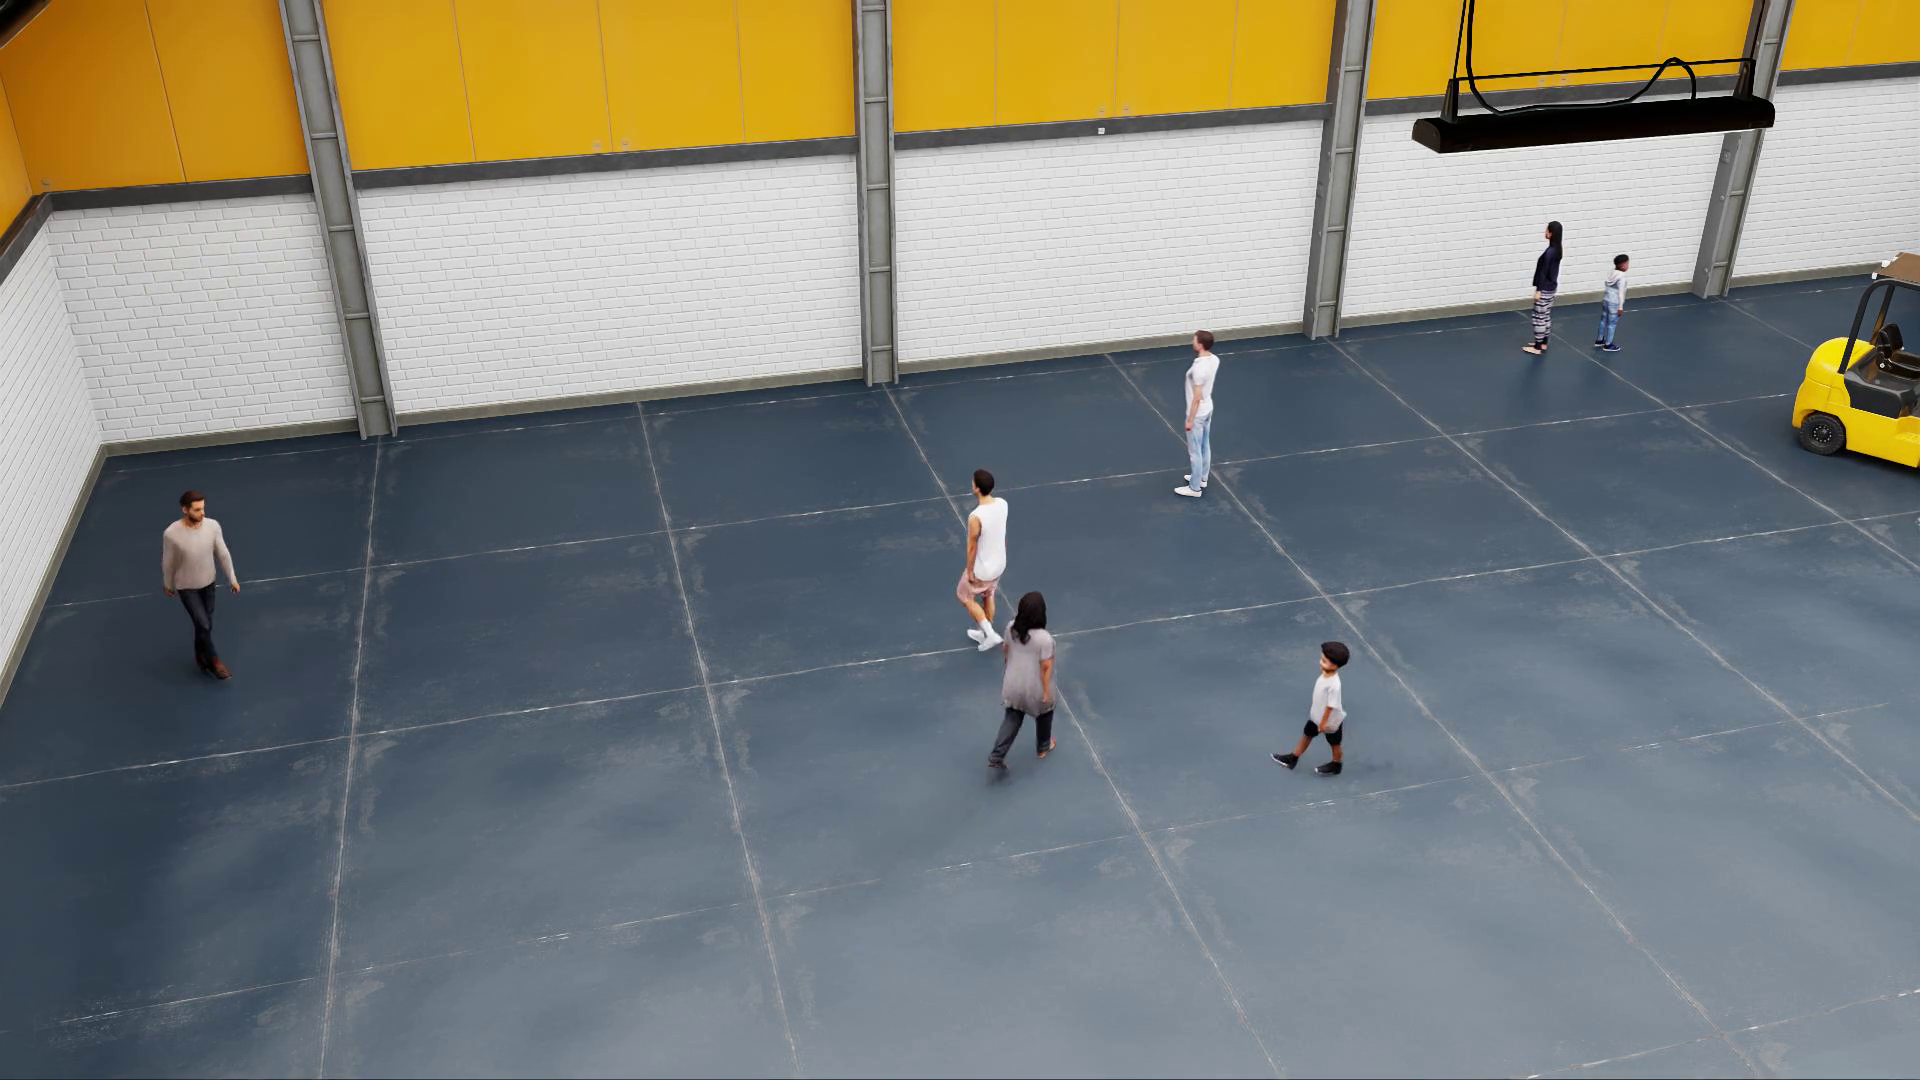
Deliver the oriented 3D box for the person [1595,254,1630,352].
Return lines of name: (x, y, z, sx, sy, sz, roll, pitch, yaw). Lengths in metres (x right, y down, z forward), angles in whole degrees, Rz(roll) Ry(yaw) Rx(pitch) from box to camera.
person: (8.427, -3.081, 21.470, 0.481, 1.260, 0.472, -8, 30, -14)

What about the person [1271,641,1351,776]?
person: (3.009, 1.368, 13.336, 0.826, 1.240, 0.574, -3, 29, -6)

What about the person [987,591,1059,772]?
person: (0.506, 1.166, 13.346, 0.983, 1.585, 1.088, 19, 34, 31)

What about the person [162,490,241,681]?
person: (-6.732, 0.379, 14.549, 0.911, 1.814, 0.955, -23, 36, -35)

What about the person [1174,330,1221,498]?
person: (2.555, -1.358, 17.696, 0.767, 1.851, 0.714, 15, 32, 25)

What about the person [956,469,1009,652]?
person: (0.278, 0.228, 14.867, 0.830, 1.775, 0.875, -25, 38, -38)

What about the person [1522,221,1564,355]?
person: (7.495, -3.230, 21.251, 0.723, 1.732, 0.649, 18, 33, 29)
